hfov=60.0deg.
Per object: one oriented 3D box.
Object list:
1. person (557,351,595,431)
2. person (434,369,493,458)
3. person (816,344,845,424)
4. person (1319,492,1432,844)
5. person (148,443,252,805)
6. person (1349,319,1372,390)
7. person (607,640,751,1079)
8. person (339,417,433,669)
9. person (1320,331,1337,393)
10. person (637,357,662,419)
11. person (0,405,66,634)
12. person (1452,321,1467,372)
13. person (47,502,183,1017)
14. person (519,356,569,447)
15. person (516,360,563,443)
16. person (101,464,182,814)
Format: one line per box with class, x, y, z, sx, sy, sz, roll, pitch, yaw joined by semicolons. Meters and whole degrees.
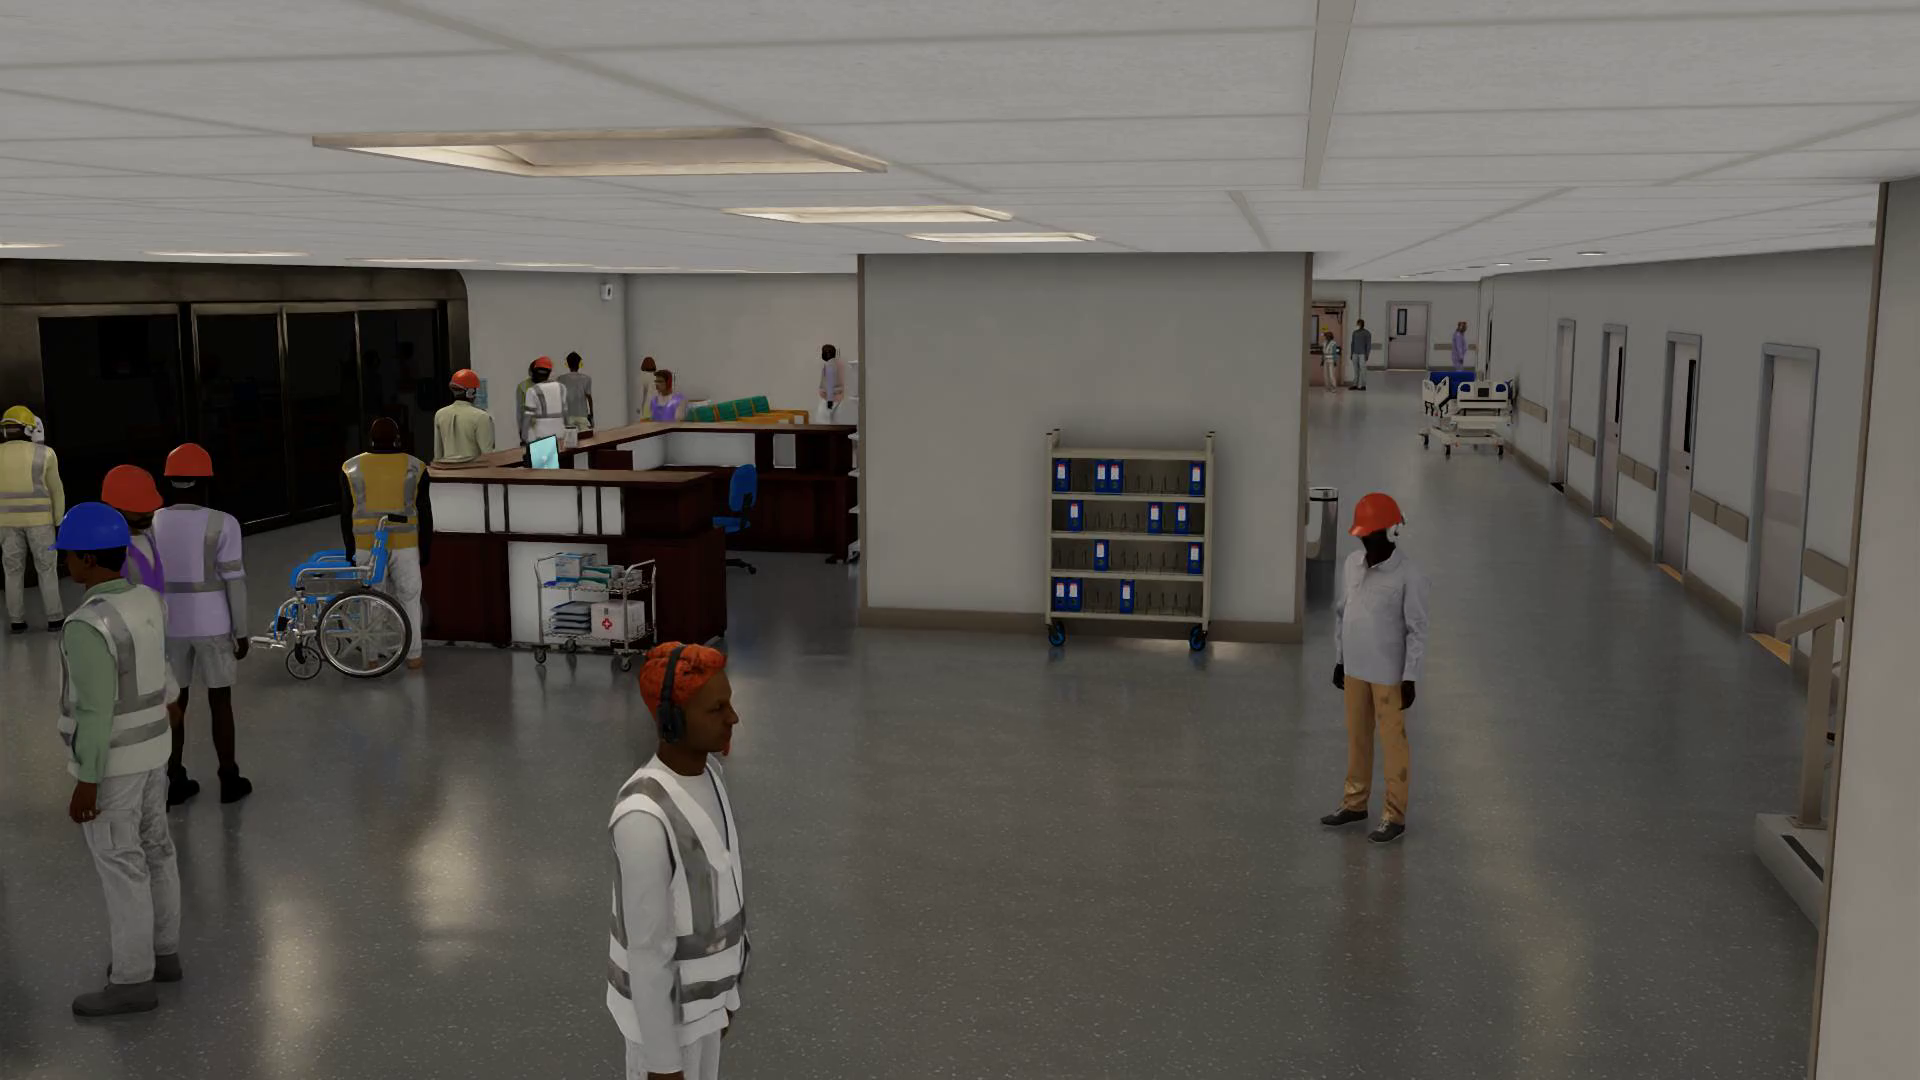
person;-5.417;-1.718;23.449;0.515;1.873;0.329;-2;9;-10
person;-4.649;-0.614;15.704;0.622;1.992;0.395;3;9;20
person;-2.205;-2.370;27.921;0.539;1.822;0.664;2;9;11
person;2.057;0.626;8.293;0.345;1.745;0.570;-5;10;-31
person;-4.069;0.450;8.874;0.546;1.929;0.391;-1;9;-4
person;10.887;-5.042;45.279;0.366;1.938;0.635;-7;11;-38
person;-0.688;1.181;4.165;0.362;1.882;0.576;1;9;6
person;-4.107;0.035;11.945;0.625;1.838;0.430;-3;9;-18
person;9.810;-4.720;44.179;0.321;1.628;0.564;-4;9;-25
person;-5.110;-2.205;27.459;0.507;1.632;0.264;-8;12;-44
person;-7.442;-0.157;13.255;0.588;1.821;0.404;-2;9;-13
person;13.382;-4.905;44.524;0.426;1.896;0.667;2;9;15
person;-3.211;0.821;6.337;0.388;1.947;0.615;-1;9;-4
person;-5.138;-1.308;20.570;0.404;1.913;0.650;7;11;39
person;-5.681;-1.538;22.542;0.631;1.796;0.940;-3;9;-18
person;-4.105;0.557;8.271;0.479;1.893;0.597;-1;9;-7
